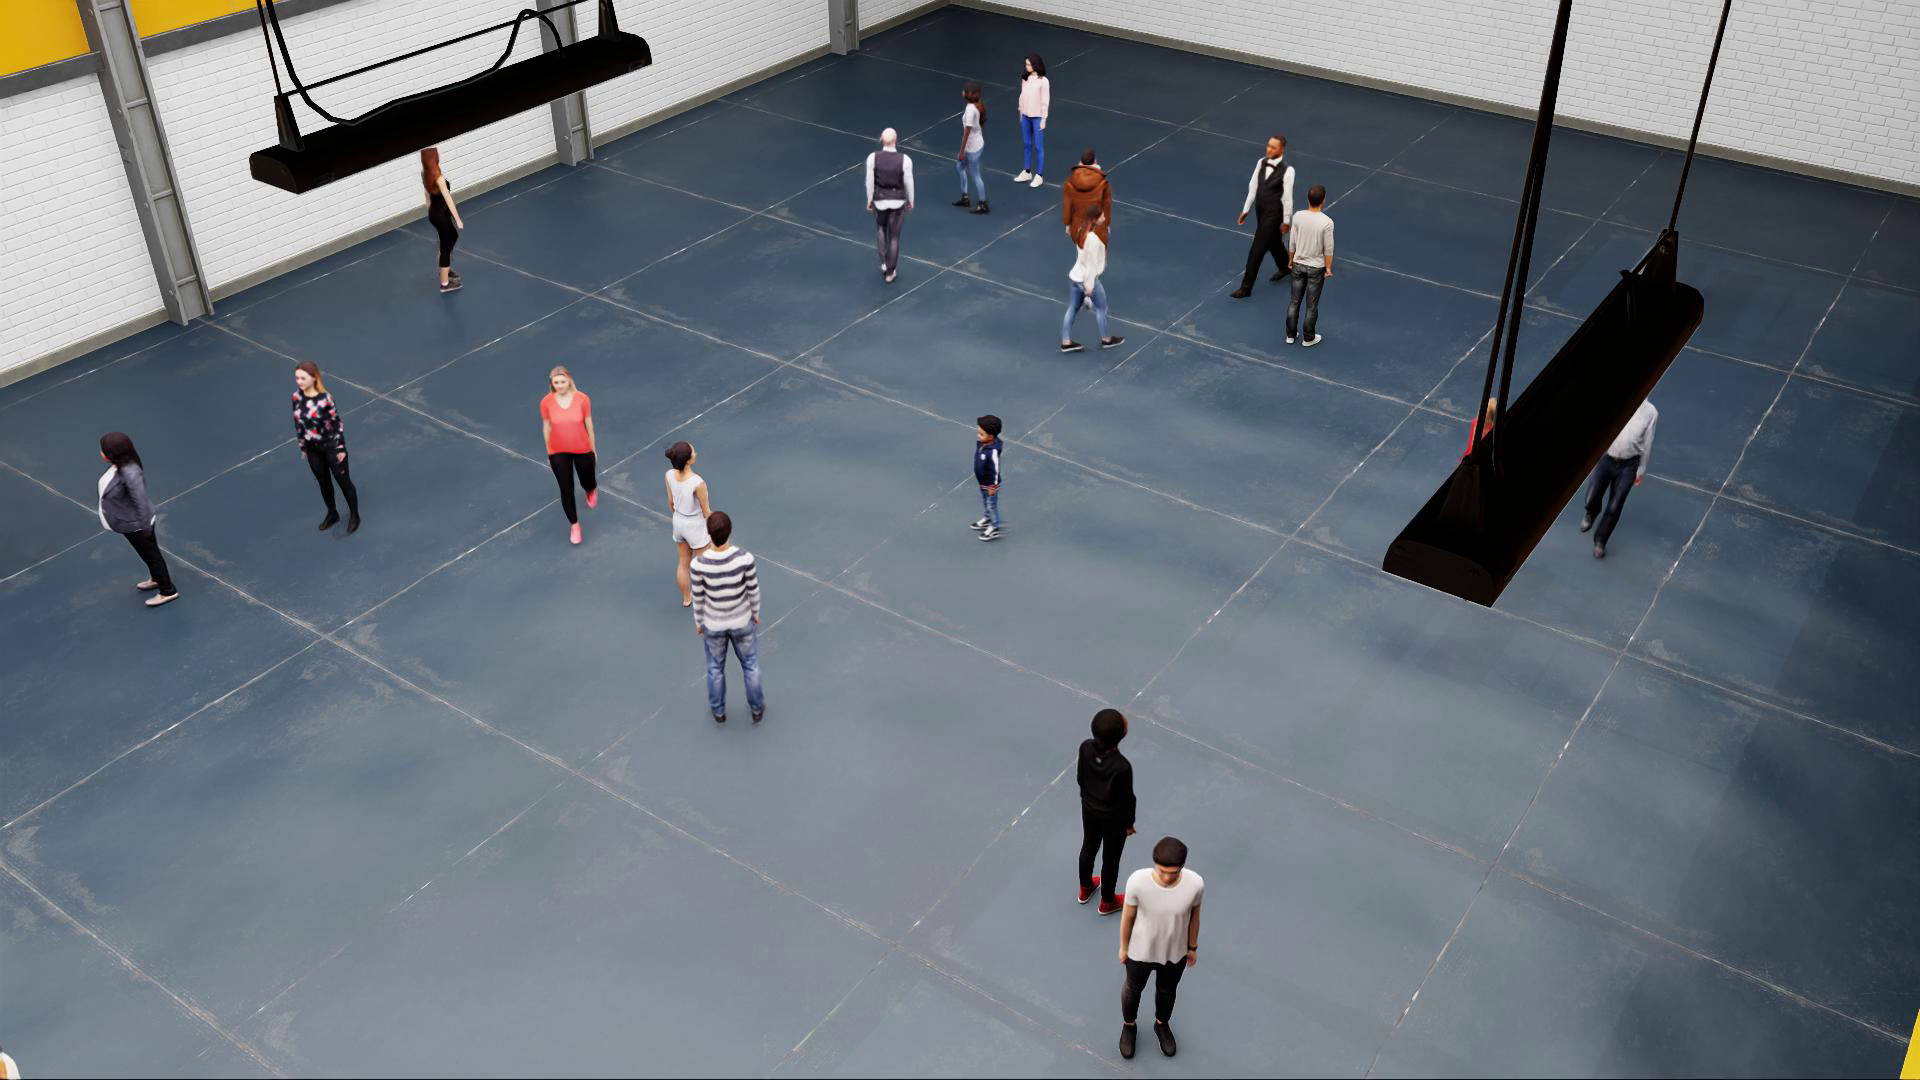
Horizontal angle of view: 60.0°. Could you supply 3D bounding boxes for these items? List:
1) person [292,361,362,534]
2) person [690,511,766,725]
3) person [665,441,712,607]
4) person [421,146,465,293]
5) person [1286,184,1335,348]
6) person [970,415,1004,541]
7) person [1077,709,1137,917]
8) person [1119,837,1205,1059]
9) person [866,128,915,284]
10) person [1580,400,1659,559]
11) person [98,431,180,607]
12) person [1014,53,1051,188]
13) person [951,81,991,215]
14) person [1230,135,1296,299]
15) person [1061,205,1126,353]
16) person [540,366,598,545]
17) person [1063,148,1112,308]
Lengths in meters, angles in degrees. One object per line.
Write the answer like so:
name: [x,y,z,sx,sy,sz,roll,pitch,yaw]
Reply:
person: [-5.672,-0.838,14.853,0.646,1.683,0.634,6,34,9]
person: [-1.752,0.601,12.539,0.713,1.849,0.766,-5,34,-7]
person: [-2.235,-0.110,13.829,0.582,1.605,0.577,17,37,24]
person: [-6.037,-3.659,19.072,0.695,1.711,0.658,-23,40,-31]
person: [3.759,-2.956,17.923,0.653,1.811,0.546,19,38,27]
person: [0.253,-0.573,14.871,0.621,1.221,0.593,-12,36,-18]
person: [0.954,1.780,10.922,0.621,1.675,0.575,27,42,34]
person: [1.184,2.403,9.946,0.705,1.717,0.730,-1,34,-1]
person: [-0.830,-3.833,19.252,0.851,1.802,0.887,3,34,4]
person: [5.772,-0.719,14.562,0.719,1.808,0.807,14,36,21]
person: [-6.919,-0.199,13.969,0.767,1.598,0.753,-21,39,-28]
person: [0.977,-5.534,21.844,0.618,1.766,0.685,-27,42,-35]
person: [0.248,-4.931,20.991,0.836,1.706,0.806,4,34,6]
person: [3.612,-3.734,19.044,1.396,1.868,1.072,-19,38,-26]
person: [1.259,-2.753,17.754,1.059,1.662,0.962,-10,35,-14]
person: [-3.461,-0.814,14.823,0.919,1.677,0.979,-5,34,-8]
person: [1.436,-3.476,18.698,0.834,1.821,1.012,12,35,17]
